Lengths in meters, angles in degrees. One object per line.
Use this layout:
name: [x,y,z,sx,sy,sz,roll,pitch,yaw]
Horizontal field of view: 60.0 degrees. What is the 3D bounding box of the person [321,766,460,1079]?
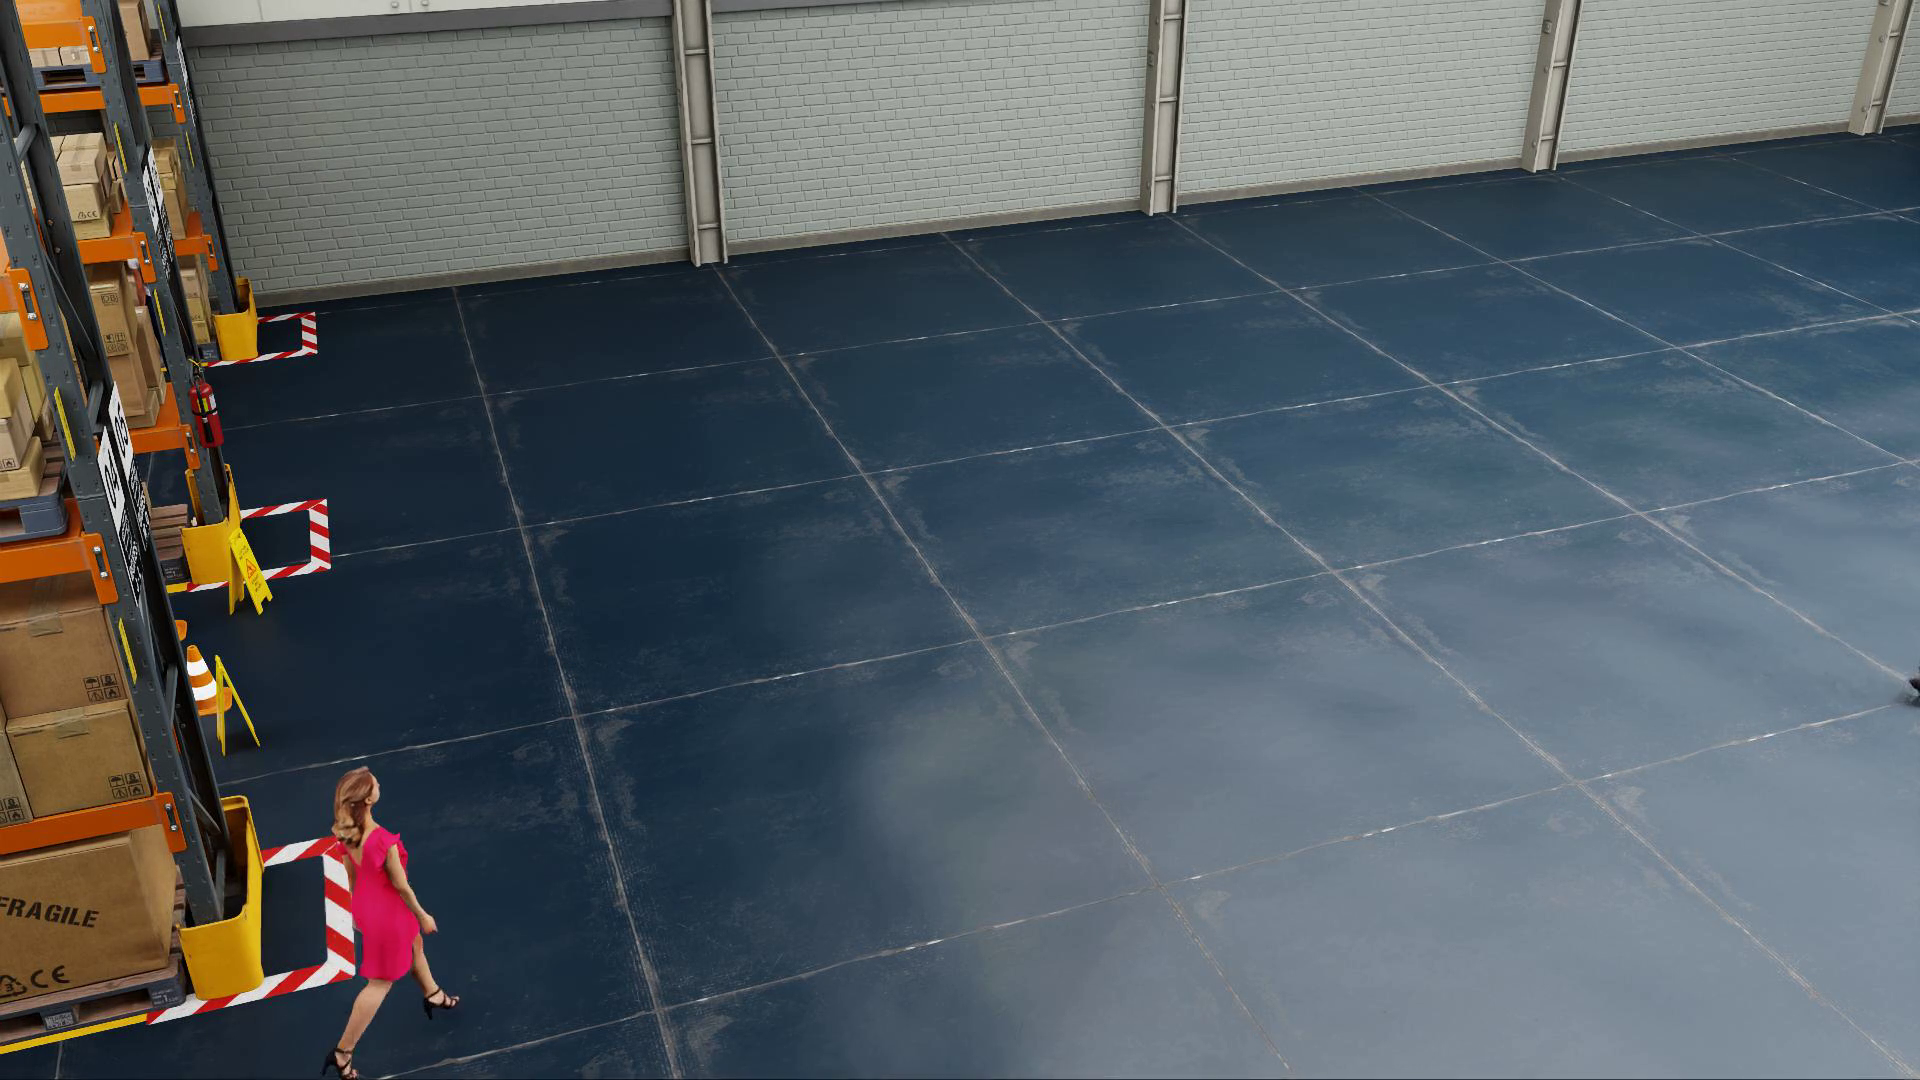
person: [-2.957,1.944,8.317,0.889,1.685,1.125,24,36,38]
